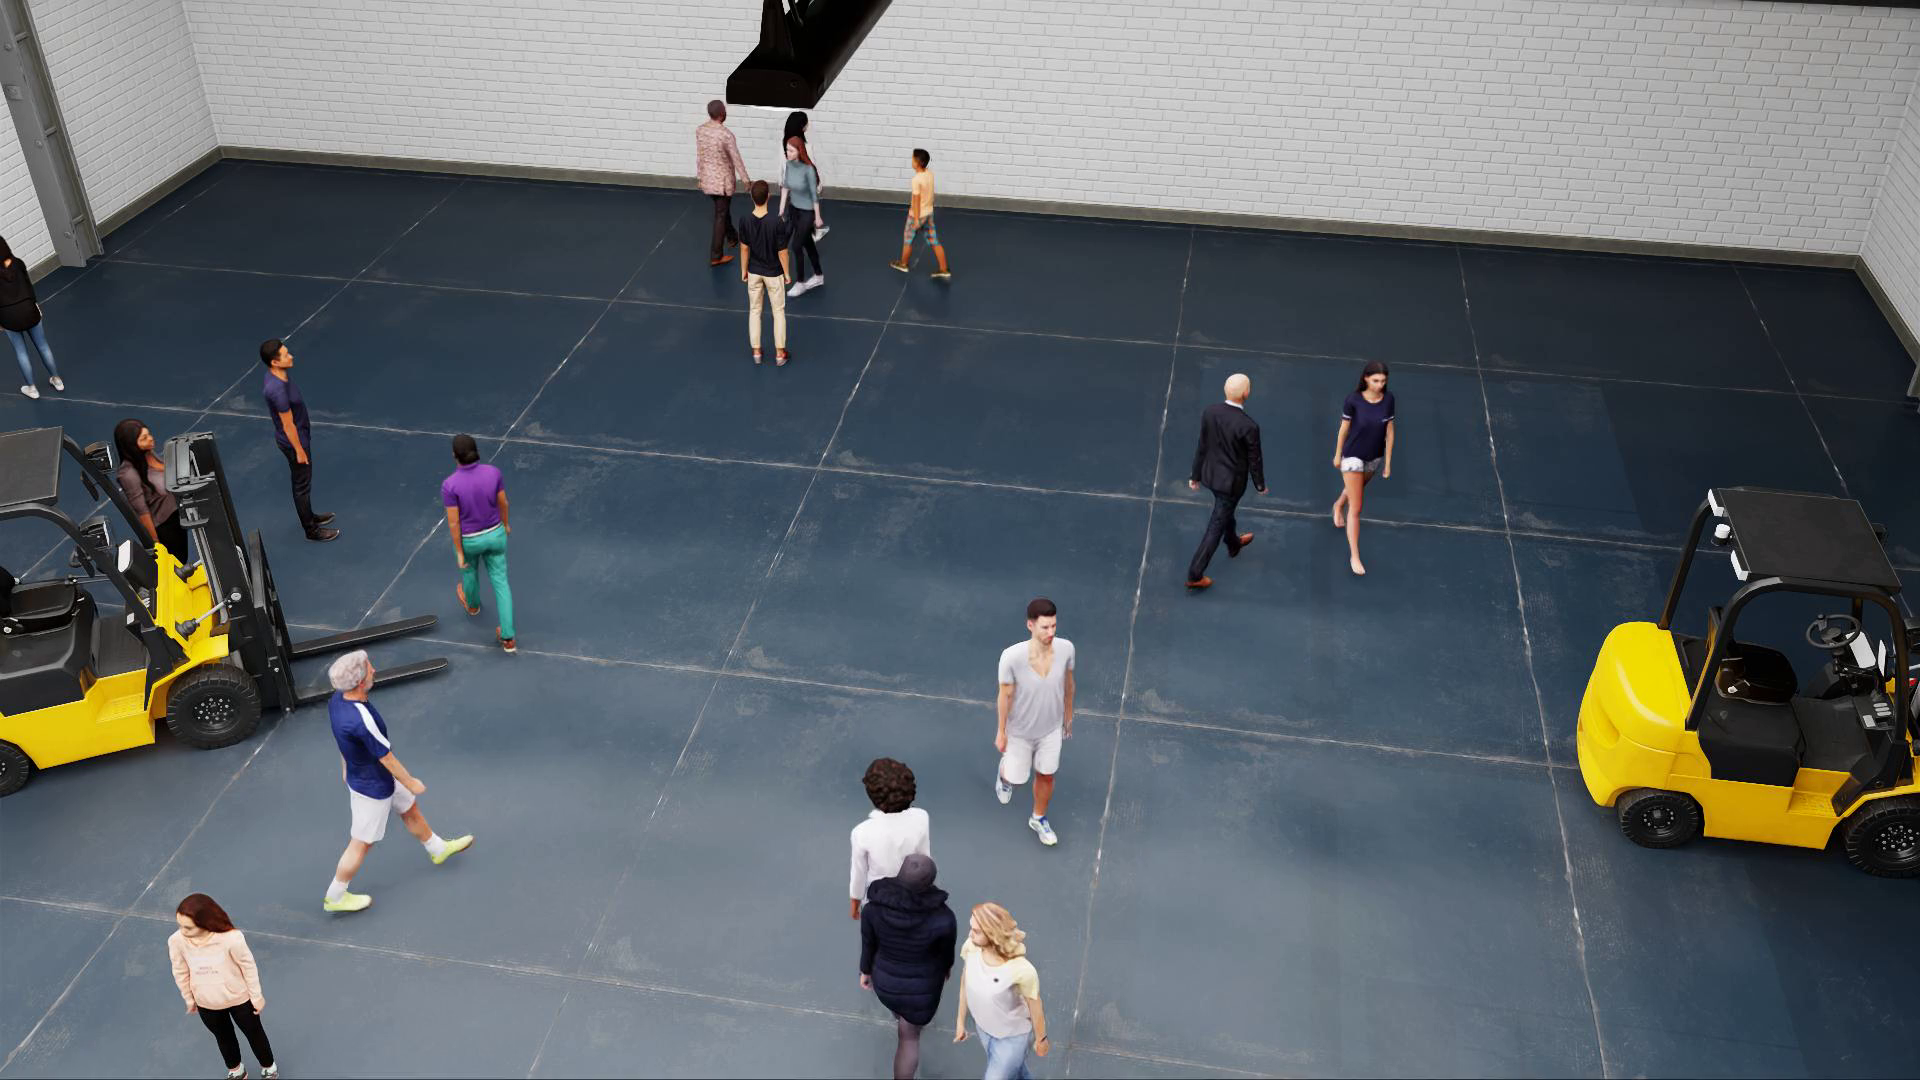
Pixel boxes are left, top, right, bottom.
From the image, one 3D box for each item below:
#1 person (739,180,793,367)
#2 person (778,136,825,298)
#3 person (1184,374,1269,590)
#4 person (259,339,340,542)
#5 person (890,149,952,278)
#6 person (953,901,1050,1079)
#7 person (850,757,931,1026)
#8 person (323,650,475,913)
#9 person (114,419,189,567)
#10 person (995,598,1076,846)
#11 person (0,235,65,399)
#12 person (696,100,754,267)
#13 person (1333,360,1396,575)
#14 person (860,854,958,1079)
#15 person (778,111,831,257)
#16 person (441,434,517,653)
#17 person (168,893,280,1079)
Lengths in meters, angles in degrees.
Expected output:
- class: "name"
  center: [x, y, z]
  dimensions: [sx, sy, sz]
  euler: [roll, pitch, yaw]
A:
- class: "person"
  center: [-1.891, -2.594, 16.180]
  dimensions: [0.630, 1.851, 0.540]
  euler: [6, 34, 9]
- class: "person"
  center: [-1.589, -3.458, 17.598]
  dimensions: [0.899, 1.720, 0.823]
  euler: [-24, 40, -31]
- class: "person"
  center: [2.025, -0.421, 12.989]
  dimensions: [1.278, 1.765, 1.152]
  euler: [-26, 42, -33]
- class: "person"
  center: [-5.444, -0.823, 13.568]
  dimensions: [0.779, 1.793, 0.668]
  euler: [-14, 36, -20]
- class: "person"
  center: [-0.346, -3.475, 17.888]
  dimensions: [0.885, 1.427, 0.987]
  euler: [22, 39, 29]
- class: "person"
  center: [0.274, 2.488, 8.677]
  dimensions: [0.864, 1.693, 0.948]
  euler: [24, 40, 31]
- class: "person"
  center: [-0.349, 2.010, 9.305]
  dimensions: [0.917, 1.795, 1.034]
  euler: [-13, 36, -19]
- class: "person"
  center: [-3.640, 1.510, 10.060]
  dimensions: [1.238, 1.790, 1.199]
  euler: [-20, 38, -27]
- class: "person"
  center: [-5.970, -0.084, 12.411]
  dimensions: [0.771, 1.842, 0.634]
  euler: [-4, 34, -6]
- class: "person"
  center: [0.435, 1.107, 10.621]
  dimensions: [0.933, 1.840, 1.035]
  euler: [-11, 35, -16]
- class: "person"
  center: [-8.882, -2.139, 15.683]
  dimensions: [0.624, 1.643, 0.702]
  euler: [-27, 42, -35]
- class: "person"
  center: [-2.682, -3.860, 18.152]
  dimensions: [1.004, 1.776, 1.158]
  euler: [25, 41, 32]
- class: "person"
  center: [3.226, -0.696, 13.446]
  dimensions: [0.835, 1.715, 1.209]
  euler: [-4, 34, -7]
- class: "person"
  center: [-0.284, 2.389, 8.878]
  dimensions: [0.704, 1.634, 1.068]
  euler: [5, 34, 8]
- class: "person"
  center: [-1.844, -3.830, 18.228]
  dimensions: [0.990, 1.641, 1.224]
  euler: [22, 40, 30]
- class: "person"
  center: [-3.503, 0.056, 12.306]
  dimensions: [1.091, 1.726, 1.166]
  euler: [-20, 39, -27]
- class: "person"
  center: [-3.949, 2.444, 8.935]
  dimensions: [0.613, 1.481, 0.572]
  euler: [-2, 34, -4]
